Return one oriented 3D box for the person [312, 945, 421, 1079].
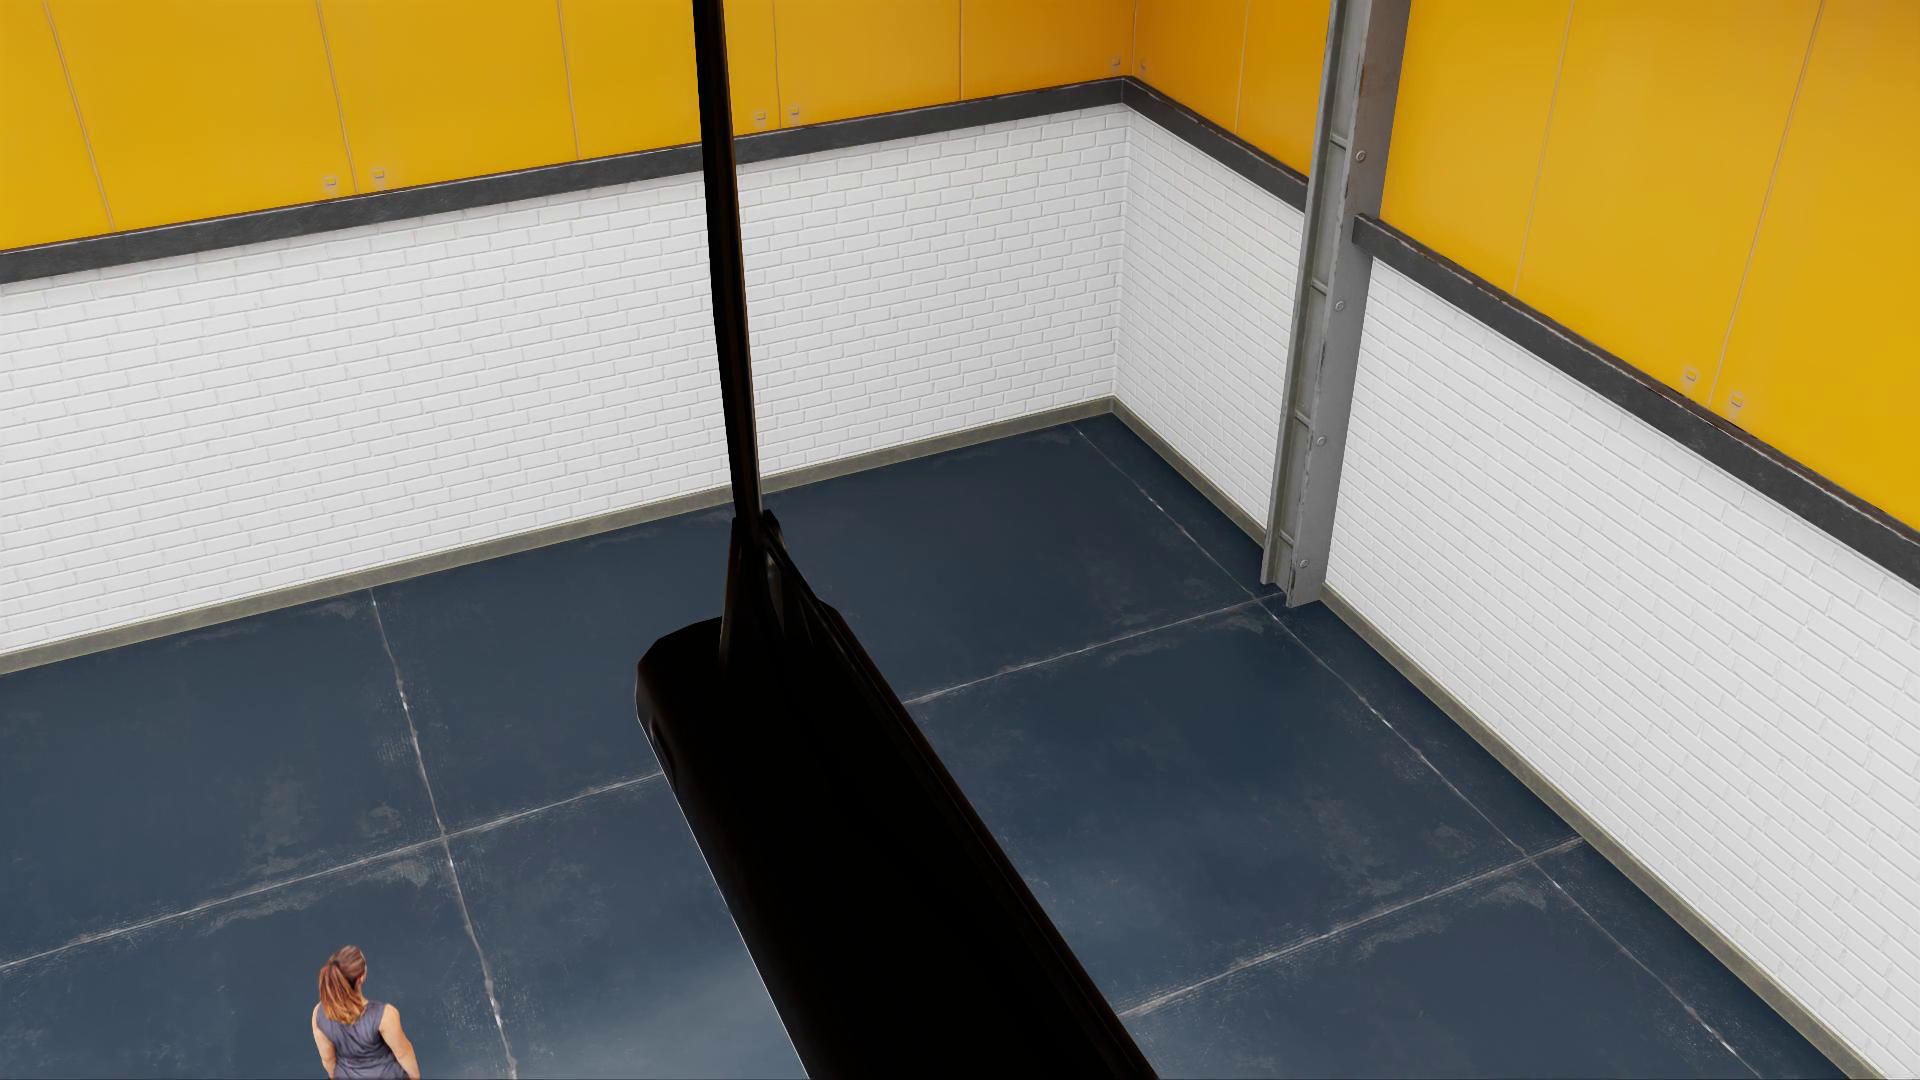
[{"bbox_3d":[-2.721,2.546,7.743,0.648,1.725,0.661,1,34,1],"label":"person"}]
